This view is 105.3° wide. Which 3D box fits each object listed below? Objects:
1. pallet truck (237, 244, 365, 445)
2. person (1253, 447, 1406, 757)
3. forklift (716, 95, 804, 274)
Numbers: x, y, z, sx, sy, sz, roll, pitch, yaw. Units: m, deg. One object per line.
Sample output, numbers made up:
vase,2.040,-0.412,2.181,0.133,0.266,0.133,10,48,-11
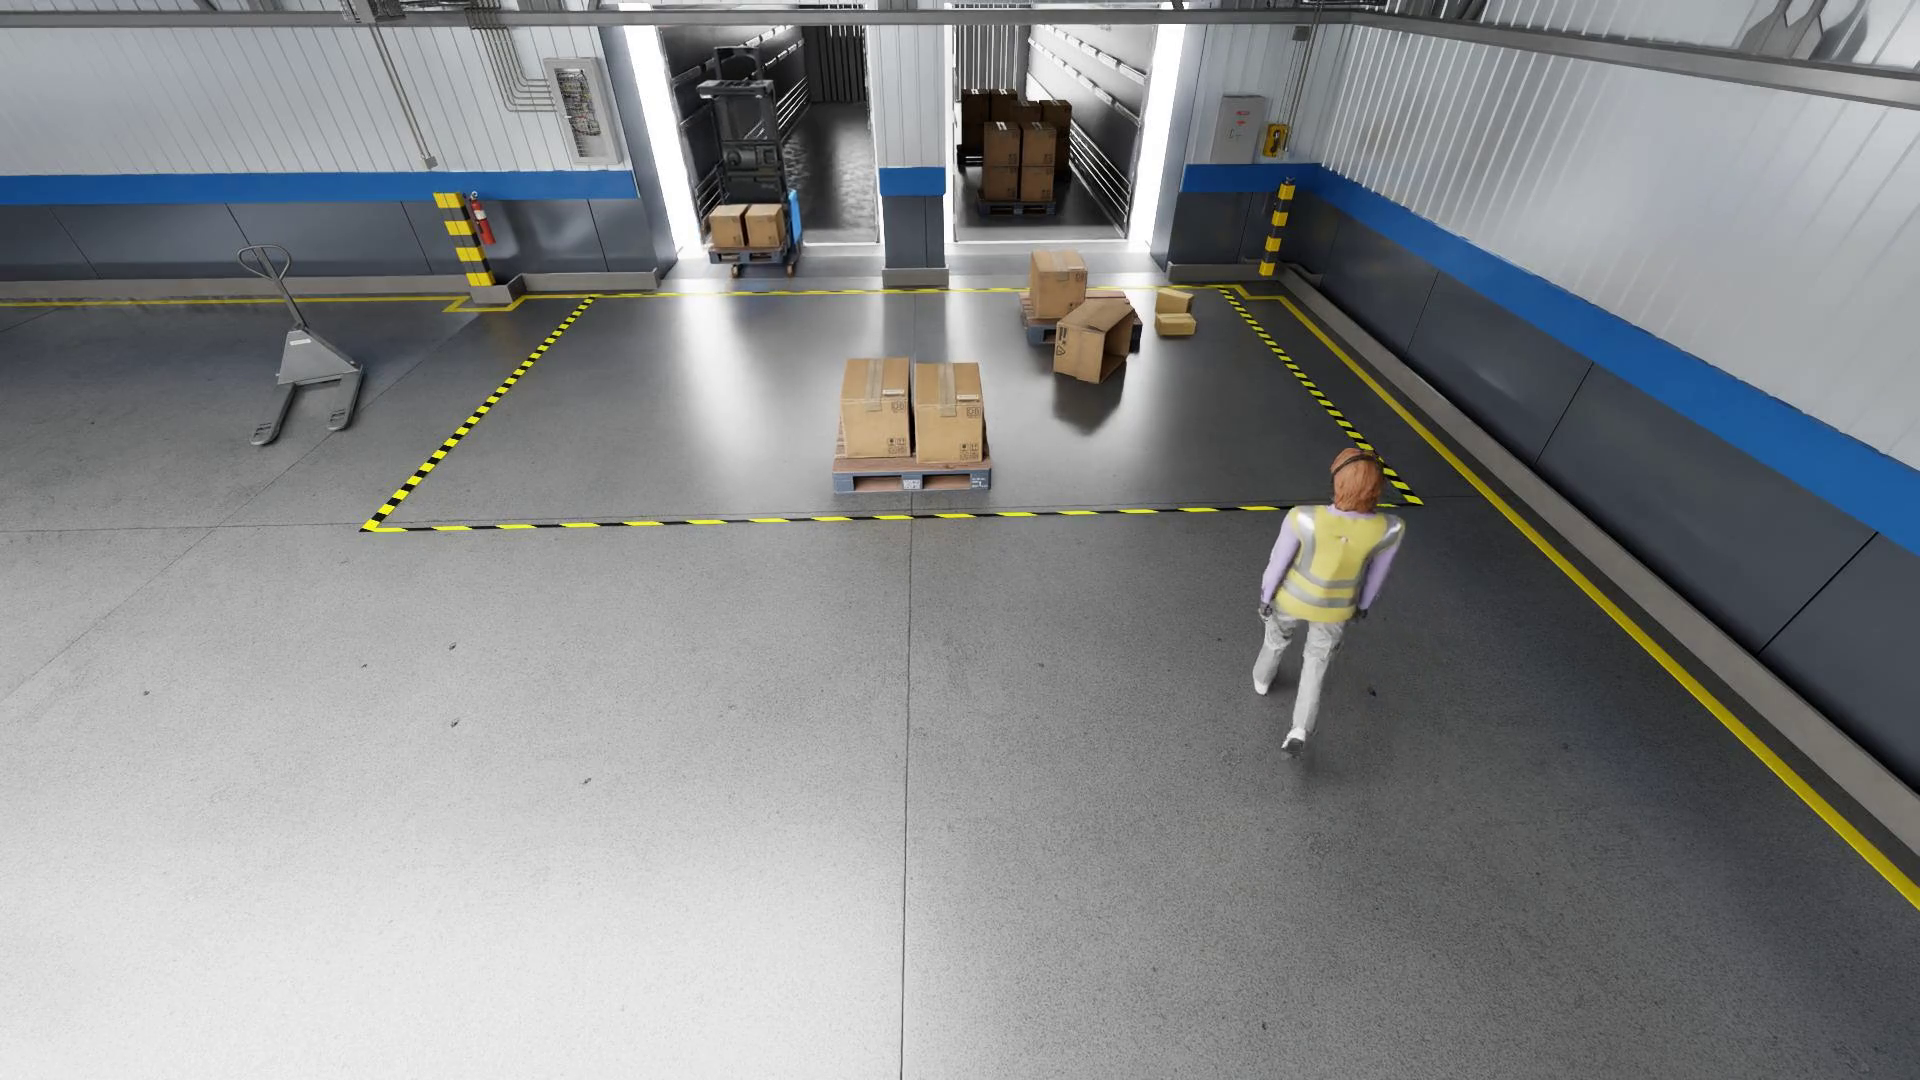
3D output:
pallet truck,-5.915,-1.733,6.366,0.680,1.201,1.601,-18,42,-21
person,1.678,0.321,3.473,0.518,1.614,0.735,12,40,15
forklift,-2.558,-4.703,9.464,0.716,2.013,0.776,-1,38,-2
